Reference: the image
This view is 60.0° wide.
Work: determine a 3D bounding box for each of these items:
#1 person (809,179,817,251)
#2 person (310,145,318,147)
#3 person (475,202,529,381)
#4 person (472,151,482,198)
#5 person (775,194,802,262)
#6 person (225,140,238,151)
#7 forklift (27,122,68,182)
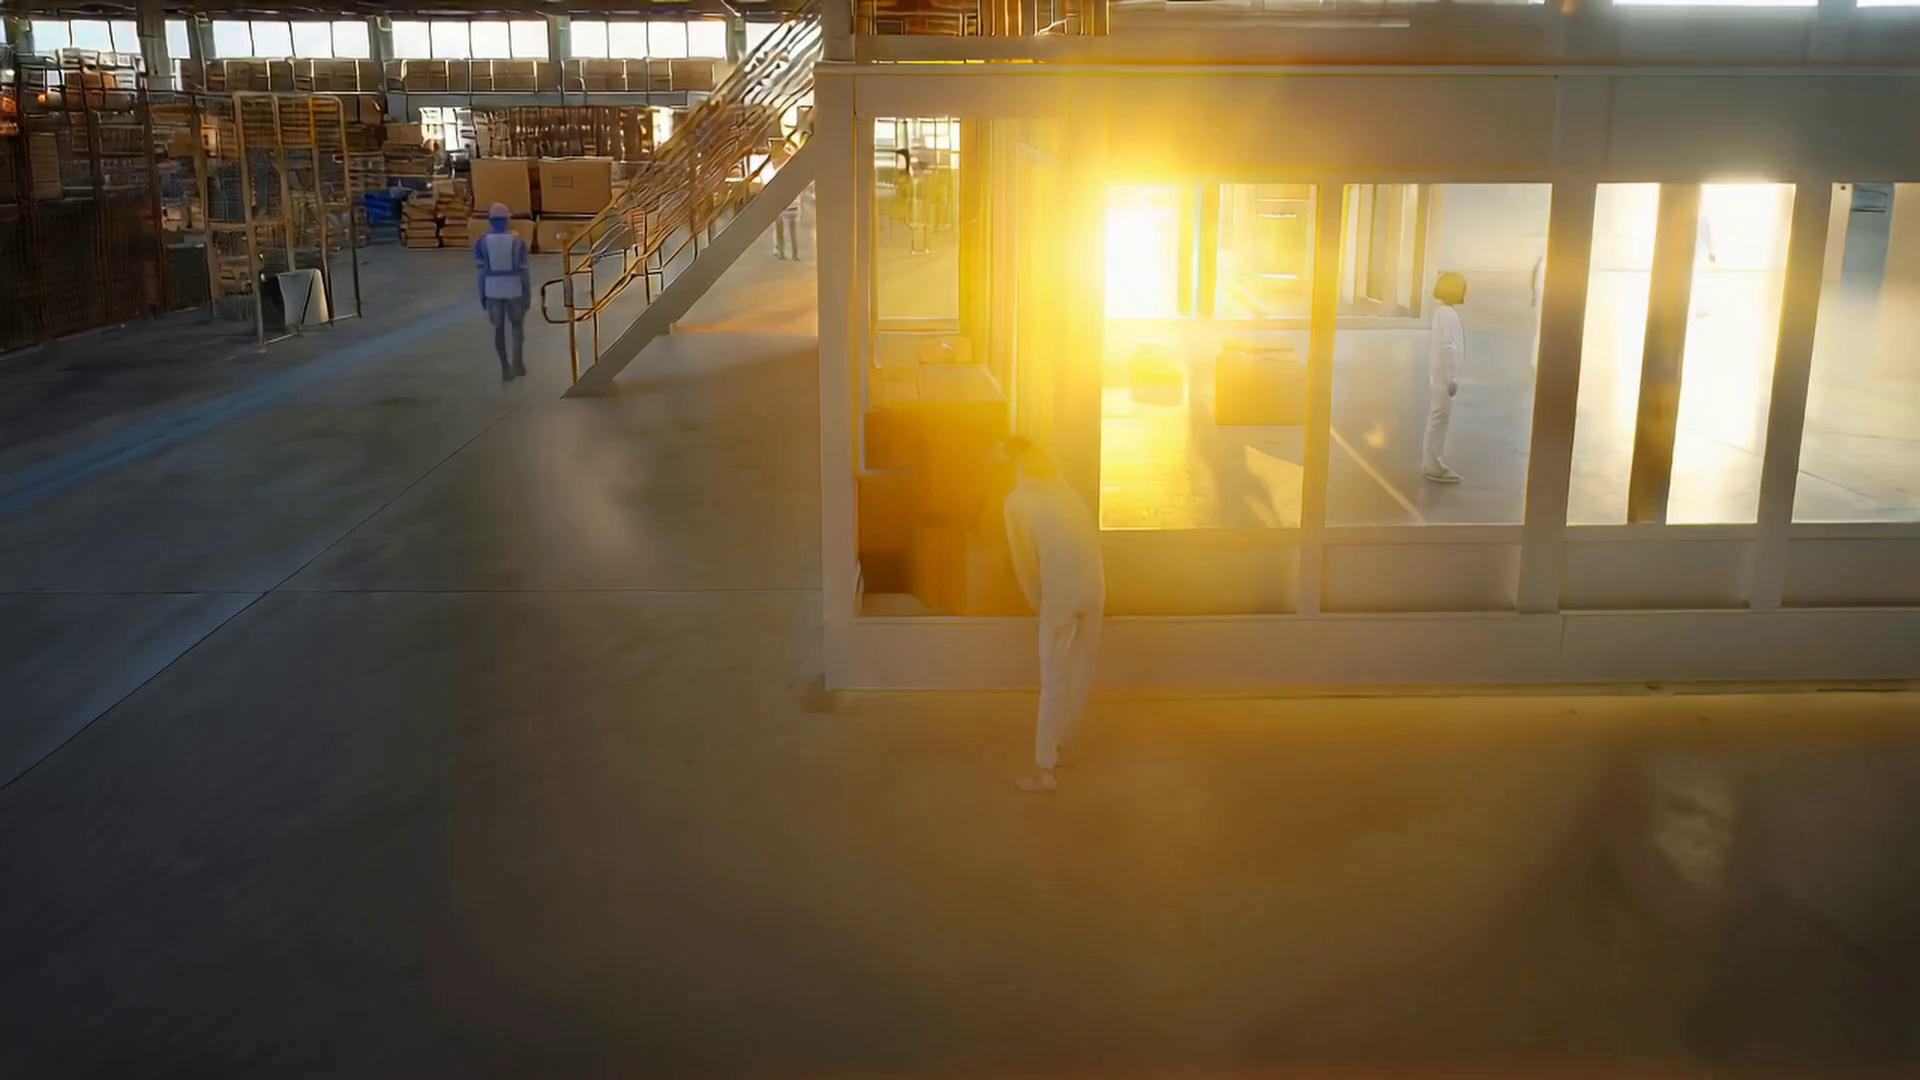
[{"bbox_3d":[-3.107,-7.358,36.454,0.390,2.039,0.650,4,15,17],"label":"person"},{"bbox_3d":[-36.304,-21.523,93.498,0.633,1.834,0.431,-9,17,-31],"label":"person"},{"bbox_3d":[-4.939,-2.683,18.016,0.542,1.922,0.422,-3,14,-10],"label":"person"},{"bbox_3d":[-17.782,-13.388,61.124,0.378,1.750,0.535,-8,16,-28],"label":"person"},{"bbox_3d":[-3.477,-6.572,33.616,0.572,1.886,0.355,2,14,9],"label":"person"},{"bbox_3d":[-36.247,-18.930,82.845,0.625,1.971,0.821,-8,16,-29],"label":"person"},{"bbox_3d":[-35.376,-14.773,64.377,1.129,2.768,1.873,-1,14,-2],"label":"forklift"}]
